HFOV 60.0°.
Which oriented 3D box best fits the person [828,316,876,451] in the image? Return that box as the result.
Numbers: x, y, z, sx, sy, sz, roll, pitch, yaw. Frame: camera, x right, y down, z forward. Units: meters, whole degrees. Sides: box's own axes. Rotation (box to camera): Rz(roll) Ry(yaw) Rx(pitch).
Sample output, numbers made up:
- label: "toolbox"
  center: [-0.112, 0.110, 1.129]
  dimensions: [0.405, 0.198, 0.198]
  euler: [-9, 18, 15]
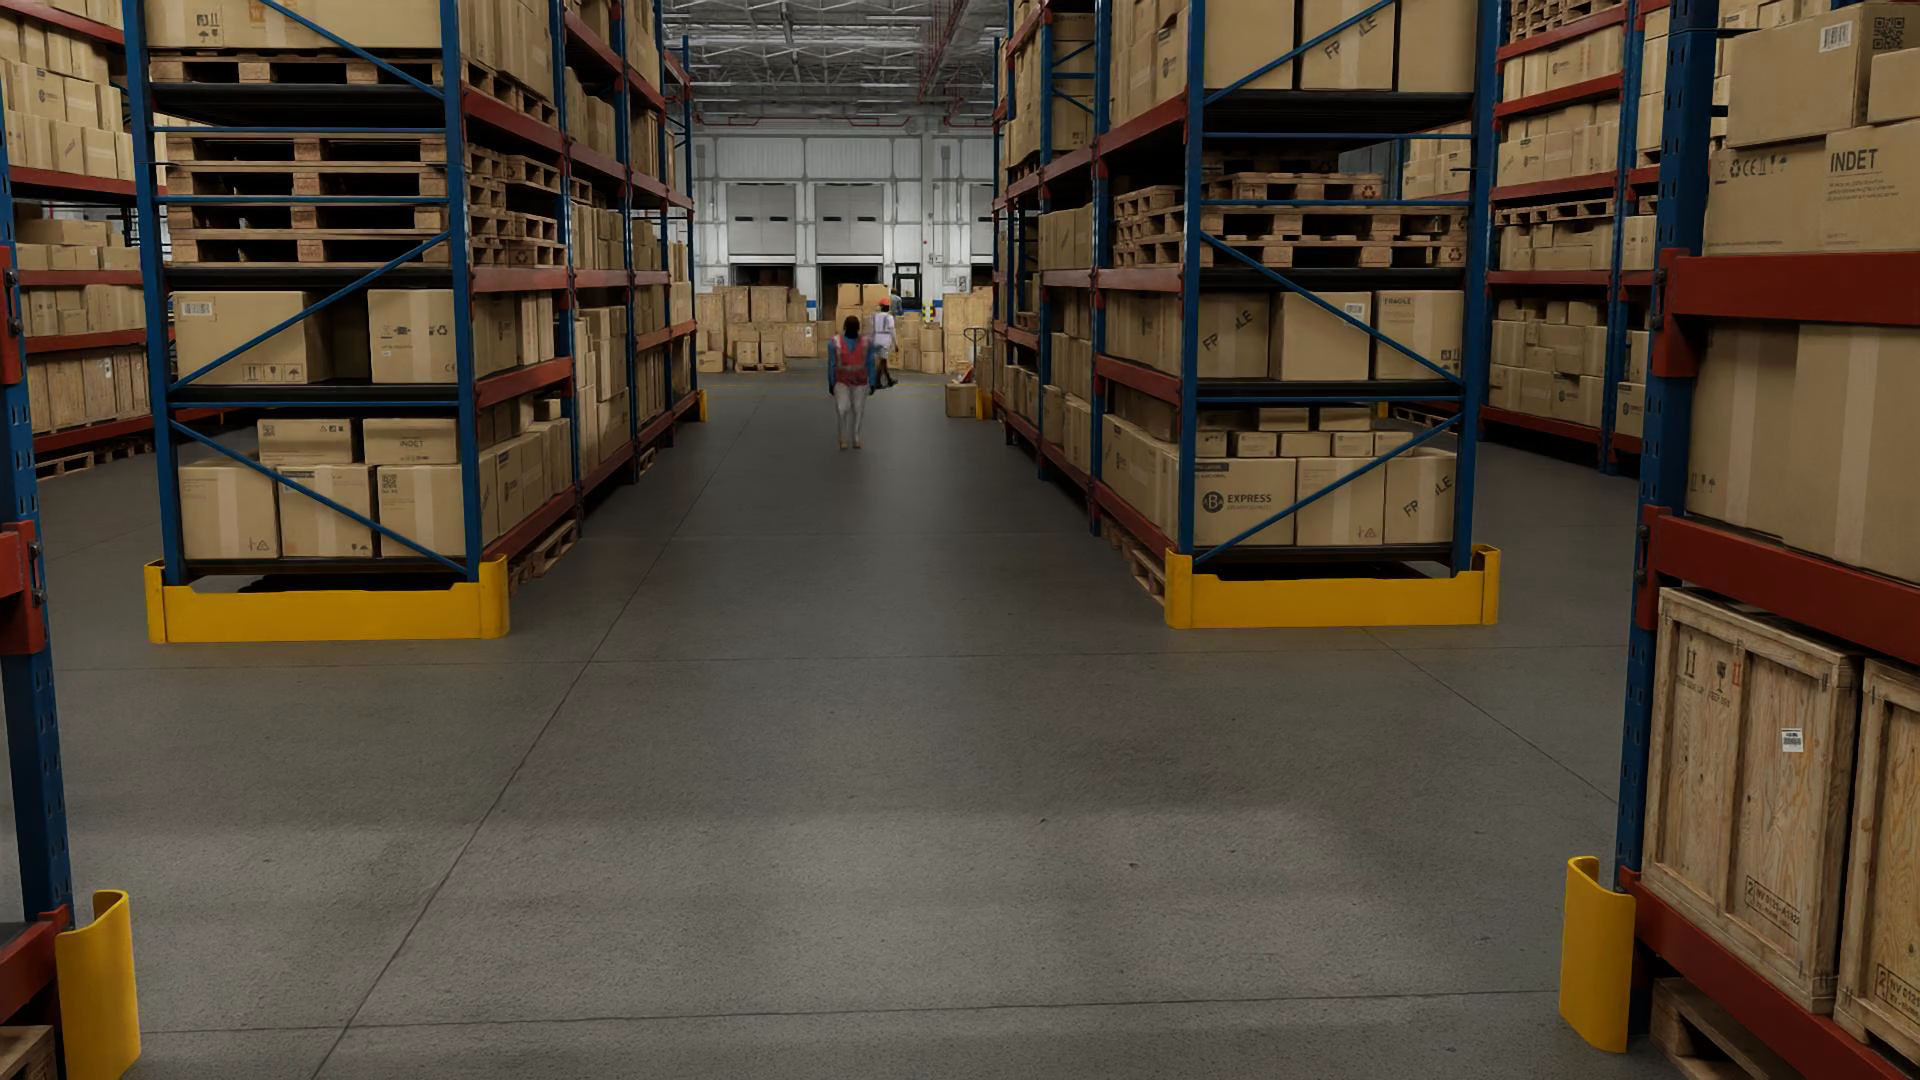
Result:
- label: "person"
  center: [-1.443, -2.092, 22.331]
  dimensions: [0.636, 1.809, 0.828]
  euler: [-2, 9, -10]

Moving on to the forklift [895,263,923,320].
- label: "forklift"
  center: [-1.945, -8.926, 61.875]
  dimensions: [1.129, 2.768, 1.873]
  euler: [-1, 9, -4]

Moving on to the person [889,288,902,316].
- label: "person"
  center: [-2.309, -7.828, 57.984]
  dimensions: [0.636, 1.928, 0.387]
  euler: [3, 10, 19]

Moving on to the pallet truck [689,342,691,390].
- label: "pallet truck"
  center: [-5.225, -3.008, 27.480]
  dimensions: [1.885, 1.965, 0.823]
  euler: [2, 9, 14]

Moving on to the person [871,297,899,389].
- label: "person"
  center: [-1.508, -4.101, 34.661]
  dimensions: [0.581, 1.891, 0.955]
  euler: [7, 12, 38]
